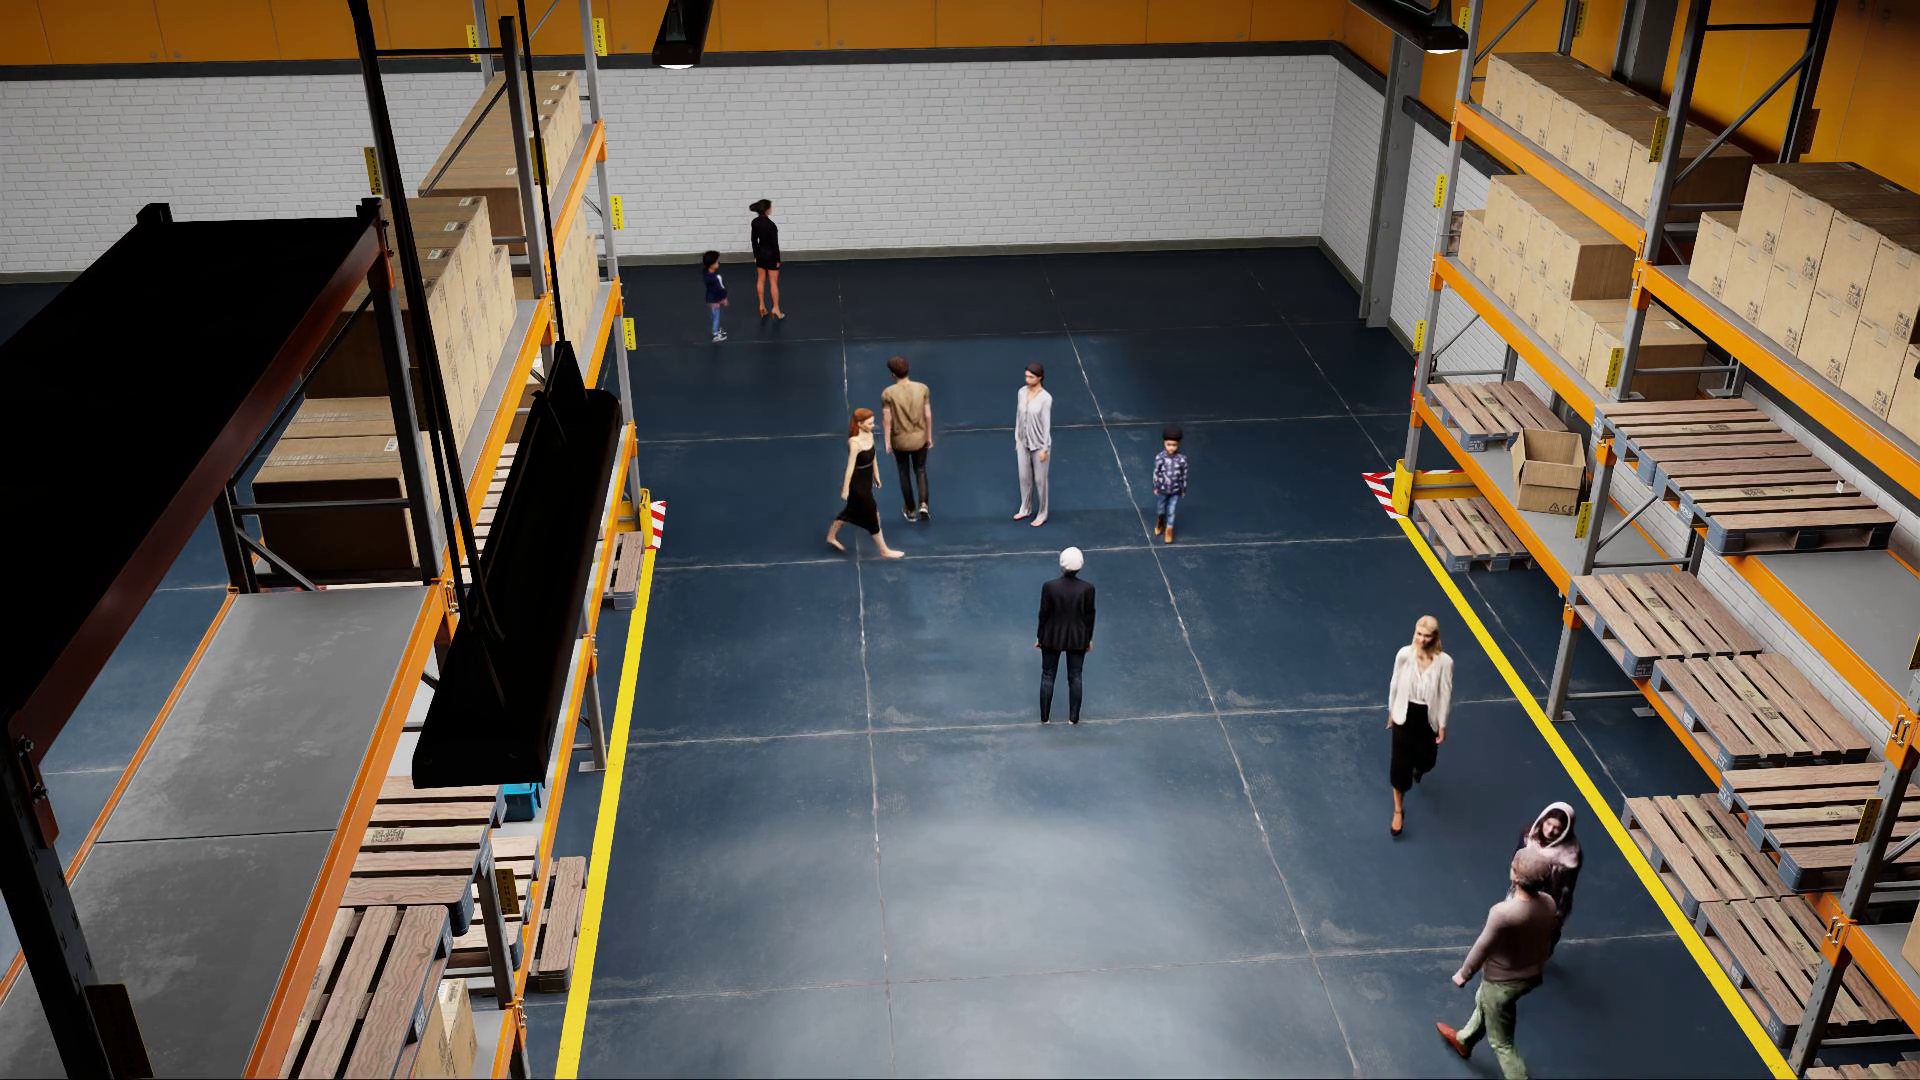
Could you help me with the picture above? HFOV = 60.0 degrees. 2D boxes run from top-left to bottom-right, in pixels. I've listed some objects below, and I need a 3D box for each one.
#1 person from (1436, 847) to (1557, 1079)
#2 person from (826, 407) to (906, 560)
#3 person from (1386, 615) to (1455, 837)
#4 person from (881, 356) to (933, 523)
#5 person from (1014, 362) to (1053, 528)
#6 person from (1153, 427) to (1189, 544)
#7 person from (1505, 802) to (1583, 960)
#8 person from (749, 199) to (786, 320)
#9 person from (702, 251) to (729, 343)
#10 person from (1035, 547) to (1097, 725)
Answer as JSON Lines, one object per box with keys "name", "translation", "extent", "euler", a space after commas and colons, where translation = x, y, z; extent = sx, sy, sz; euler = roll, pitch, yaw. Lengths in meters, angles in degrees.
{"name": "person", "translation": [3.392, 2.747, 10.139], "extent": [1.055, 1.848, 1.341], "euler": [-16, 32, -26]}
{"name": "person", "translation": [-1.079, -0.560, 16.492], "extent": [0.981, 1.571, 1.123], "euler": [11, 30, 19]}
{"name": "person", "translation": [3.501, 1.366, 12.678], "extent": [0.894, 1.841, 1.080], "euler": [11, 31, 20]}
{"name": "person", "translation": [-0.520, -0.970, 16.973], "extent": [0.754, 1.829, 0.906], "euler": [-5, 29, -9]}
{"name": "person", "translation": [0.765, -1.000, 17.088], "extent": [0.654, 1.772, 0.714], "euler": [22, 36, 35]}
{"name": "person", "translation": [2.134, -0.583, 16.875], "extent": [0.532, 1.243, 0.578], "euler": [3, 29, 5]}
{"name": "person", "translation": [3.916, 2.354, 11.135], "extent": [1.099, 1.585, 1.074], "euler": [-21, 35, -34]}
{"name": "person", "translation": [-2.578, -3.763, 22.291], "extent": [0.686, 1.639, 0.735], "euler": [16, 33, 27]}
{"name": "person", "translation": [-3.237, -3.161, 21.629], "extent": [0.677, 1.217, 0.585], "euler": [-17, 33, -28]}
{"name": "person", "translation": [0.830, 0.840, 13.952], "extent": [0.765, 1.779, 0.631], "euler": [2, 29, 3]}
